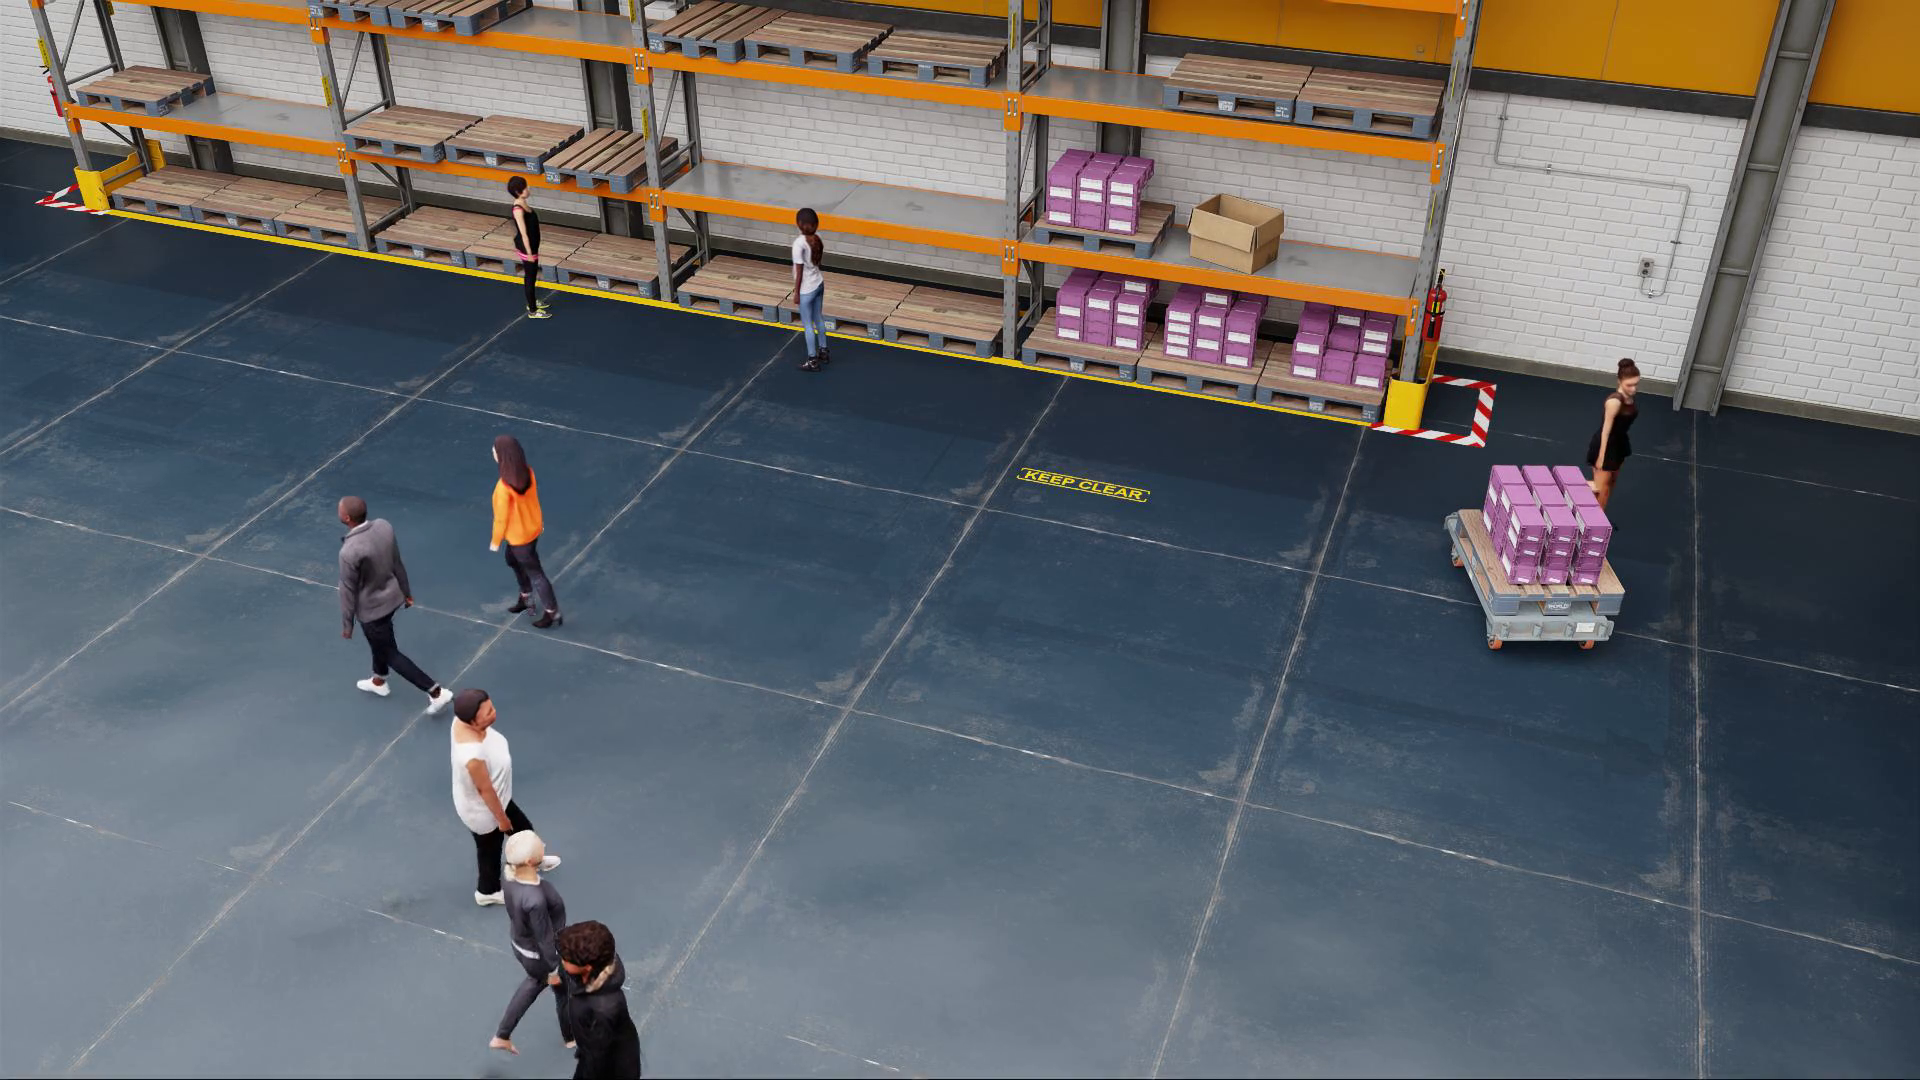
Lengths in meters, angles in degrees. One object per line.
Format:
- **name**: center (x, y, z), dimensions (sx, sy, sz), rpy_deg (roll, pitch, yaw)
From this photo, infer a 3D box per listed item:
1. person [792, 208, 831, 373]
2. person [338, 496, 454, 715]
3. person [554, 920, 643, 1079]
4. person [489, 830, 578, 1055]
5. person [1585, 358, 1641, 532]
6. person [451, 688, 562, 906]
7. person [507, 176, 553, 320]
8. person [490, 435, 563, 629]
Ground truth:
- **person**: center (-1.502, -2.519, 16.674), dimensions (0.566, 1.720, 0.610), rpy_deg (16, 37, 23)
- **person**: center (-4.134, 0.512, 12.059), dimensions (1.130, 1.781, 0.764), rpy_deg (9, 35, 14)
- **person**: center (-1.784, 2.669, 8.833), dimensions (0.976, 1.758, 0.929), rpy_deg (-17, 37, -24)
- **person**: center (-2.451, 2.323, 9.399), dimensions (0.905, 1.710, 0.923), rpy_deg (-26, 42, -33)
- **person**: center (5.449, -0.815, 14.158), dimensions (0.893, 1.668, 0.736), rpy_deg (22, 39, 29)
- **person**: center (-3.039, 1.632, 10.476), dimensions (0.956, 1.668, 0.882), rpy_deg (-10, 35, -14)
- **person**: center (-4.627, -3.143, 17.765), dimensions (0.654, 1.552, 0.622), rpy_deg (-7, 34, -11)
- **person**: center (-3.306, -0.033, 12.922), dimensions (0.796, 1.732, 0.710), rpy_deg (3, 34, 5)
